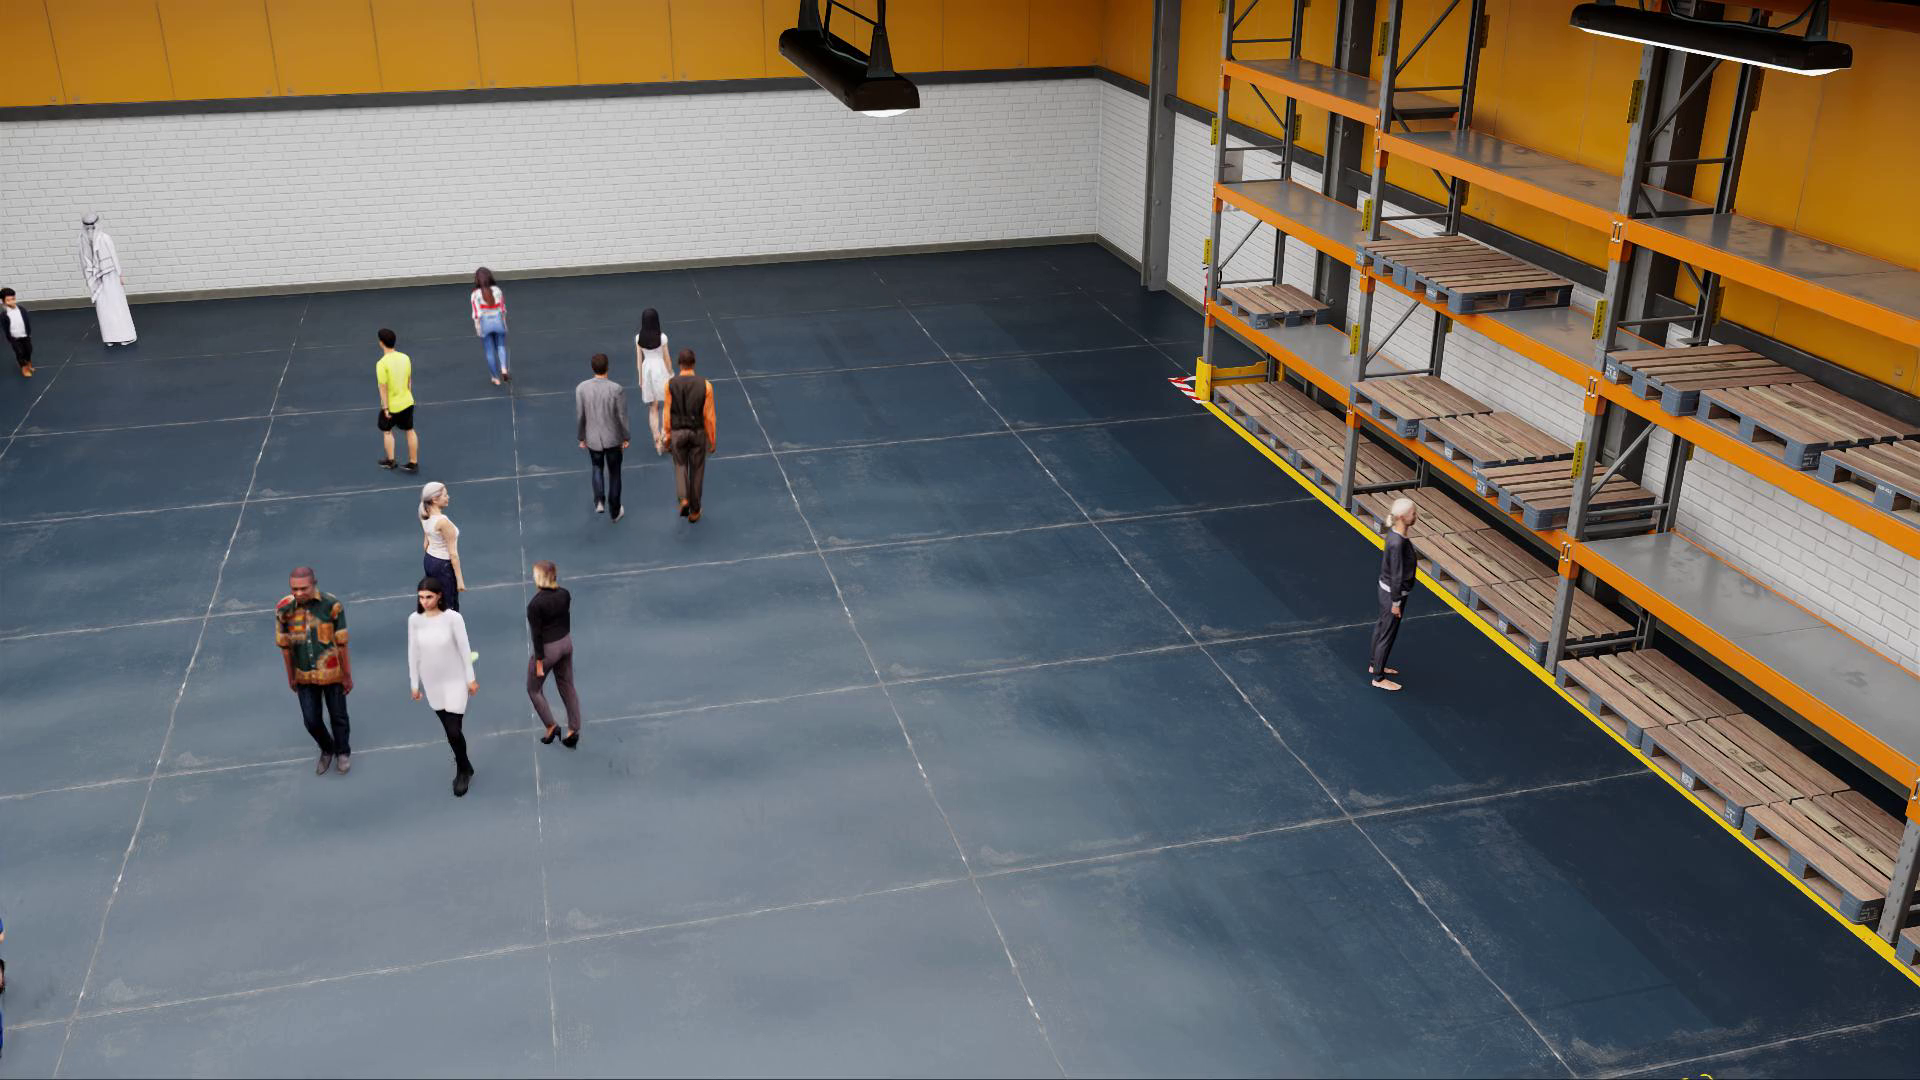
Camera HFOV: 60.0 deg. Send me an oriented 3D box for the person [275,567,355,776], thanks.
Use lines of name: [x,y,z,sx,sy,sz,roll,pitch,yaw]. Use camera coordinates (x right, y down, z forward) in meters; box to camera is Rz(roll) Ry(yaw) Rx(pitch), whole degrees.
person: [-5.030,0.981,13.108,0.704,1.794,0.657,-6,24,-14]

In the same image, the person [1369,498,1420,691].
person: [3.760,0.435,14.442,0.746,1.726,0.598,3,24,8]

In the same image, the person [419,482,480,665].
person: [-4.615,0.288,14.806,0.648,1.703,0.747,19,30,37]

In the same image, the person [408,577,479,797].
person: [-3.941,1.074,12.895,0.748,1.794,0.772,4,24,10]

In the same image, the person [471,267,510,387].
person: [-6.177,-2.809,22.010,0.705,1.609,0.762,-13,27,-28]

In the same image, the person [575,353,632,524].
person: [-3.795,-1.039,17.652,0.805,1.856,0.793,1,24,2]

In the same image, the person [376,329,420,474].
person: [-6.401,-1.566,19.071,0.952,1.686,0.876,17,29,34]

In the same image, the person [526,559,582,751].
person: [-3.196,0.958,13.328,0.796,1.660,0.739,14,27,29]

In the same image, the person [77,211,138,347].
person: [-12.215,-3.732,23.726,0.726,1.926,0.676,-3,24,-6]

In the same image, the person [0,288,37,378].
person: [-12.788,-2.821,22.526,0.687,1.218,0.623,21,31,40]

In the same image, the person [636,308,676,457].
person: [-3.598,-1.830,19.579,0.794,1.762,0.875,4,24,9]

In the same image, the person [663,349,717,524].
person: [-2.881,-1.059,17.657,0.805,1.889,0.838,-1,24,-3]
